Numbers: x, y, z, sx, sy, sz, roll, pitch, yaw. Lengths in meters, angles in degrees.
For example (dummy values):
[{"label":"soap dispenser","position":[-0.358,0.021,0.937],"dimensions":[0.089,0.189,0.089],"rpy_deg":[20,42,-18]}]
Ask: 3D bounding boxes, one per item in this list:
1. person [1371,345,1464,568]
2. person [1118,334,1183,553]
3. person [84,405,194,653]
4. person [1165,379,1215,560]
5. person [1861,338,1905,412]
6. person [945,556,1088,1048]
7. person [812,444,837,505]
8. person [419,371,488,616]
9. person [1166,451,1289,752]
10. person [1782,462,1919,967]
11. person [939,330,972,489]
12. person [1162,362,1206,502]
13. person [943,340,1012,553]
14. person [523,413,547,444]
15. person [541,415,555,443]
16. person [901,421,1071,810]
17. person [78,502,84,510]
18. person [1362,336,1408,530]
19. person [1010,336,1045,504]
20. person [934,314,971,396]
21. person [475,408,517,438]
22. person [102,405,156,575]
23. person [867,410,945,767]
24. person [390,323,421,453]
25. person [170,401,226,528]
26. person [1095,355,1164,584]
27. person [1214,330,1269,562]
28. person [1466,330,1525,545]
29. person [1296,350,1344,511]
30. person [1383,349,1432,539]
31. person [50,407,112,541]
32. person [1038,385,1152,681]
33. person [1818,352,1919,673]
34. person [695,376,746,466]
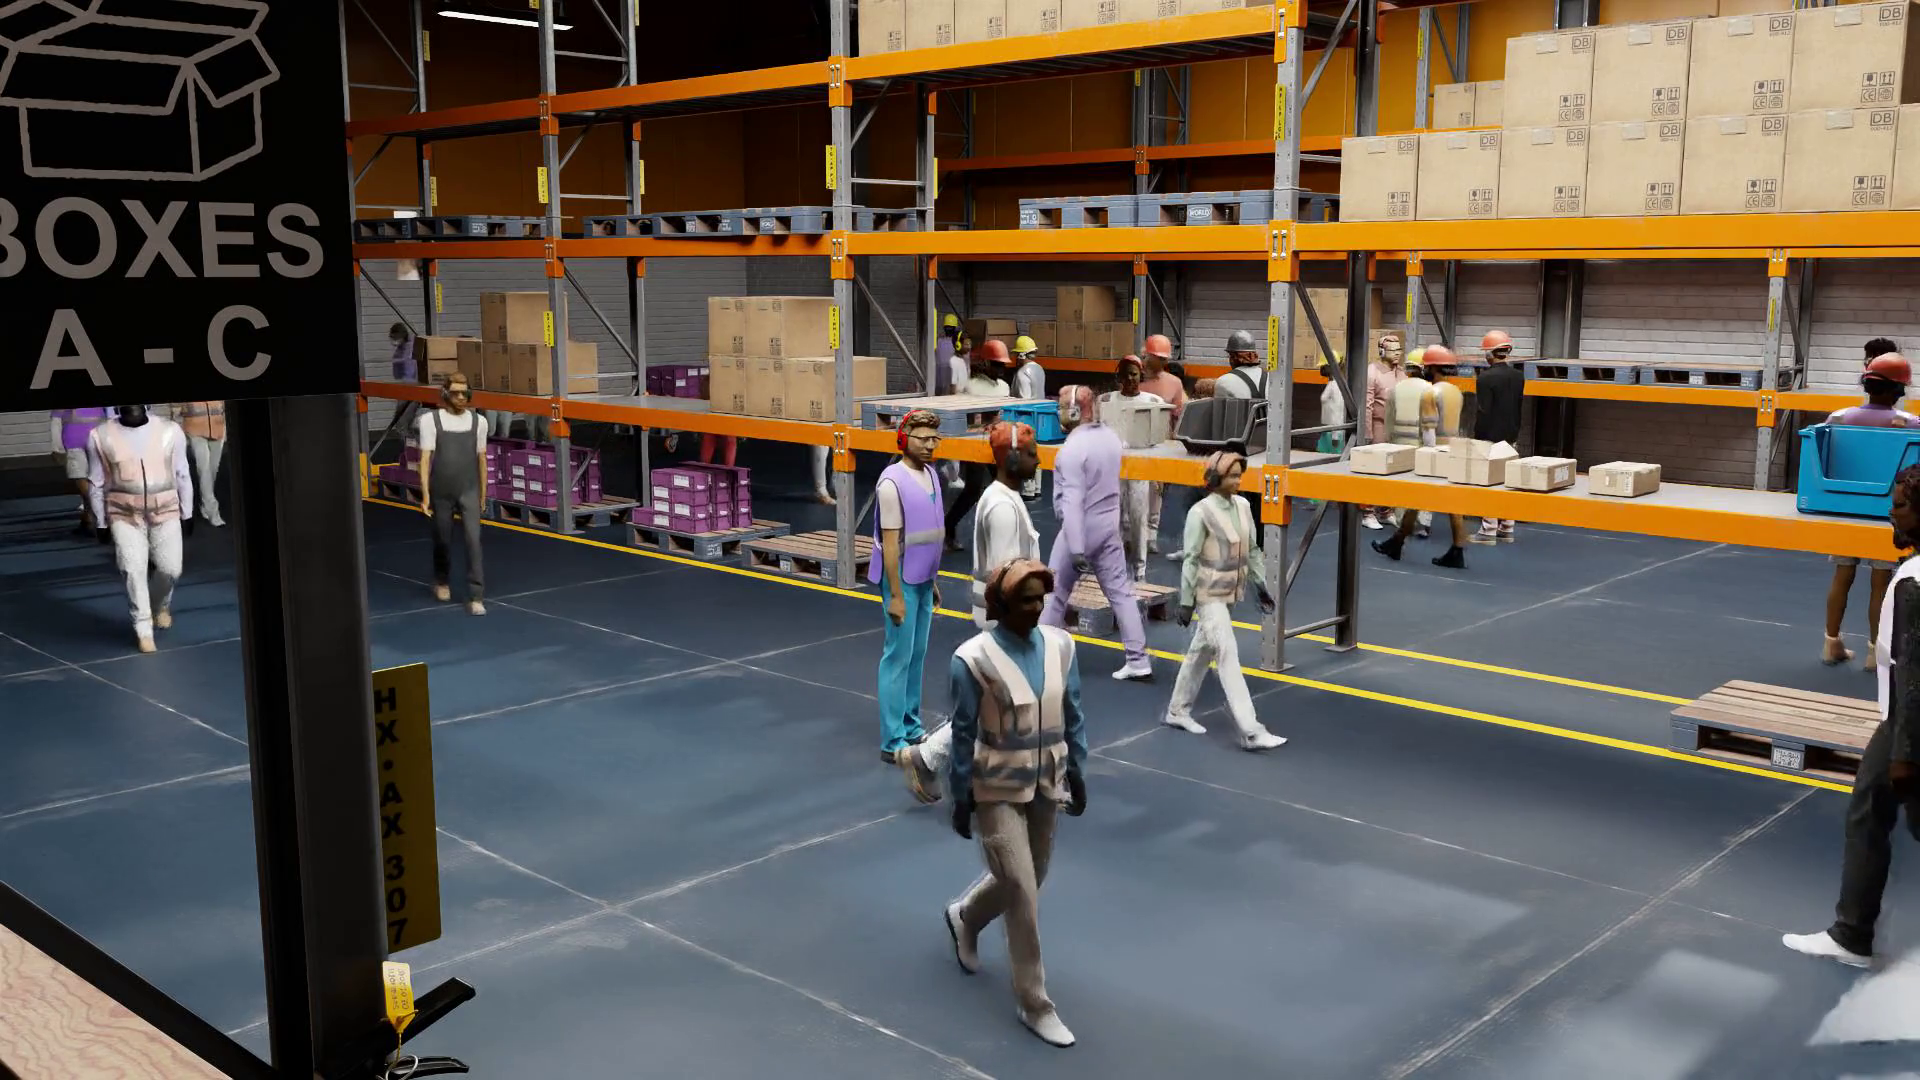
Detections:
[{"label":"person","position":[4.033,-0.733,14.414],"dimensions":[0.569,1.897,0.943],"rpy_deg":[-7,12,-39]},{"label":"person","position":[1.696,-0.870,15.022],"dimensions":[0.646,1.978,0.499],"rpy_deg":[-2,9,-10]},{"label":"person","position":[-5.525,-0.172,11.226],"dimensions":[0.640,1.821,0.584],"rpy_deg":[-6,11,-32]},{"label":"person","position":[2.046,-0.578,14.363],"dimensions":[0.634,1.612,0.534],"rpy_deg":[-1,9,-4]},{"label":"person","position":[8.243,-0.826,14.866],"dimensions":[0.614,1.952,0.475],"rpy_deg":[-8,12,-41]},{"label":"person","position":[0.165,0.835,5.697],"dimensions":[0.525,1.608,0.761],"rpy_deg":[-7,11,-36]},{"label":"person","position":[-1.421,-1.275,17.977],"dimensions":[0.489,1.825,0.647],"rpy_deg":[9,13,44]},{"label":"person","position":[-3.808,-0.371,12.517],"dimensions":[0.524,1.815,0.900],"rpy_deg":[-4,10,-24]},{"label":"person","position":[1.432,0.319,8.931],"dimensions":[0.849,1.593,0.516],"rpy_deg":[7,12,38]},{"label":"person","position":[3.487,0.665,5.909],"dimensions":[0.597,1.896,0.822],"rpy_deg":[-9,13,-43]},{"label":"person","position":[0.027,-1.510,19.348],"dimensions":[0.395,1.846,0.539],"rpy_deg":[1,9,9]},{"label":"person","position":[2.097,-0.908,16.251],"dimensions":[0.857,1.652,0.546],"rpy_deg":[4,10,23]},{"label":"person","position":[0.181,-0.805,14.765],"dimensions":[0.944,1.954,0.666],"rpy_deg":[8,13,42]},{"label":"person","position":[-6.147,-2.154,23.719],"dimensions":[0.700,1.720,0.505],"rpy_deg":[-5,11,-30]},{"label":"person","position":[-5.230,-1.830,21.191],"dimensions":[0.401,1.886,0.685],"rpy_deg":[1,9,4]},{"label":"person","position":[0.164,0.370,7.777],"dimensions":[0.801,1.863,0.583],"rpy_deg":[1,9,6]},{"label":"person","position":[-9.168,-1.246,17.709],"dimensions":[0.531,1.865,0.392],"rpy_deg":[-1,9,-7]},{"label":"person","position":[4.215,-1.061,16.427],"dimensions":[0.652,1.906,0.409],"rpy_deg":[-7,11,-36]},{"label":"person","position":[0.720,-1.310,18.182],"dimensions":[0.403,1.830,0.599],"rpy_deg":[4,10,21]},{"label":"person","position":[-0.140,-2.195,23.319],"dimensions":[0.585,1.927,0.366],"rpy_deg":[0,9,3]},{"label":"person","position":[-5.592,-1.645,20.000],"dimensions":[0.410,1.924,0.629],"rpy_deg":[5,11,30]},{"label":"person","position":[-6.905,-0.675,13.962],"dimensions":[0.361,1.940,0.543],"rpy_deg":[1,9,7]},{"label":"person","position":[-0.265,0.241,8.646],"dimensions":[0.397,1.840,0.564],"rpy_deg":[4,10,21]},{"label":"person","position":[-6.867,-1.733,20.625],"dimensions":[0.421,1.902,0.653],"rpy_deg":[-4,10,-23]},{"label":"person","position":[-7.616,-1.098,16.742],"dimensions":[0.586,1.886,0.992],"rpy_deg":[-8,13,-42]},{"label":"person","position":[1.336,-0.526,13.223],"dimensions":[0.574,1.883,0.360],"rpy_deg":[0,9,3]},{"label":"person","position":[2.407,-0.804,14.440],"dimensions":[0.681,2.000,0.536],"rpy_deg":[-6,11,-33]},{"label":"person","position":[4.972,-0.950,15.482],"dimensions":[0.619,1.990,0.395],"rpy_deg":[-6,11,-34]},{"label":"person","position":[3.990,-1.138,17.448],"dimensions":[0.784,1.733,0.525],"rpy_deg":[1,9,6]},{"label":"person","position":[4.327,-0.903,15.849],"dimensions":[0.649,1.804,0.431],"rpy_deg":[8,12,41]},{"label":"person","position":[-8.197,-0.924,15.616],"dimensions":[0.885,1.909,0.555],"rpy_deg":[6,11,34]},{"label":"person","position":[0.777,-0.042,10.372],"dimensions":[1.030,1.849,0.647],"rpy_deg":[7,12,38]},{"label":"person","position":[5.806,-0.167,10.601],"dimensions":[0.403,2.035,0.629],"rpy_deg":[-7,12,-38]},{"label":"person","position":[-2.541,-1.192,17.749],"dimensions":[0.594,1.737,0.466],"rpy_deg":[2,9,10]}]
